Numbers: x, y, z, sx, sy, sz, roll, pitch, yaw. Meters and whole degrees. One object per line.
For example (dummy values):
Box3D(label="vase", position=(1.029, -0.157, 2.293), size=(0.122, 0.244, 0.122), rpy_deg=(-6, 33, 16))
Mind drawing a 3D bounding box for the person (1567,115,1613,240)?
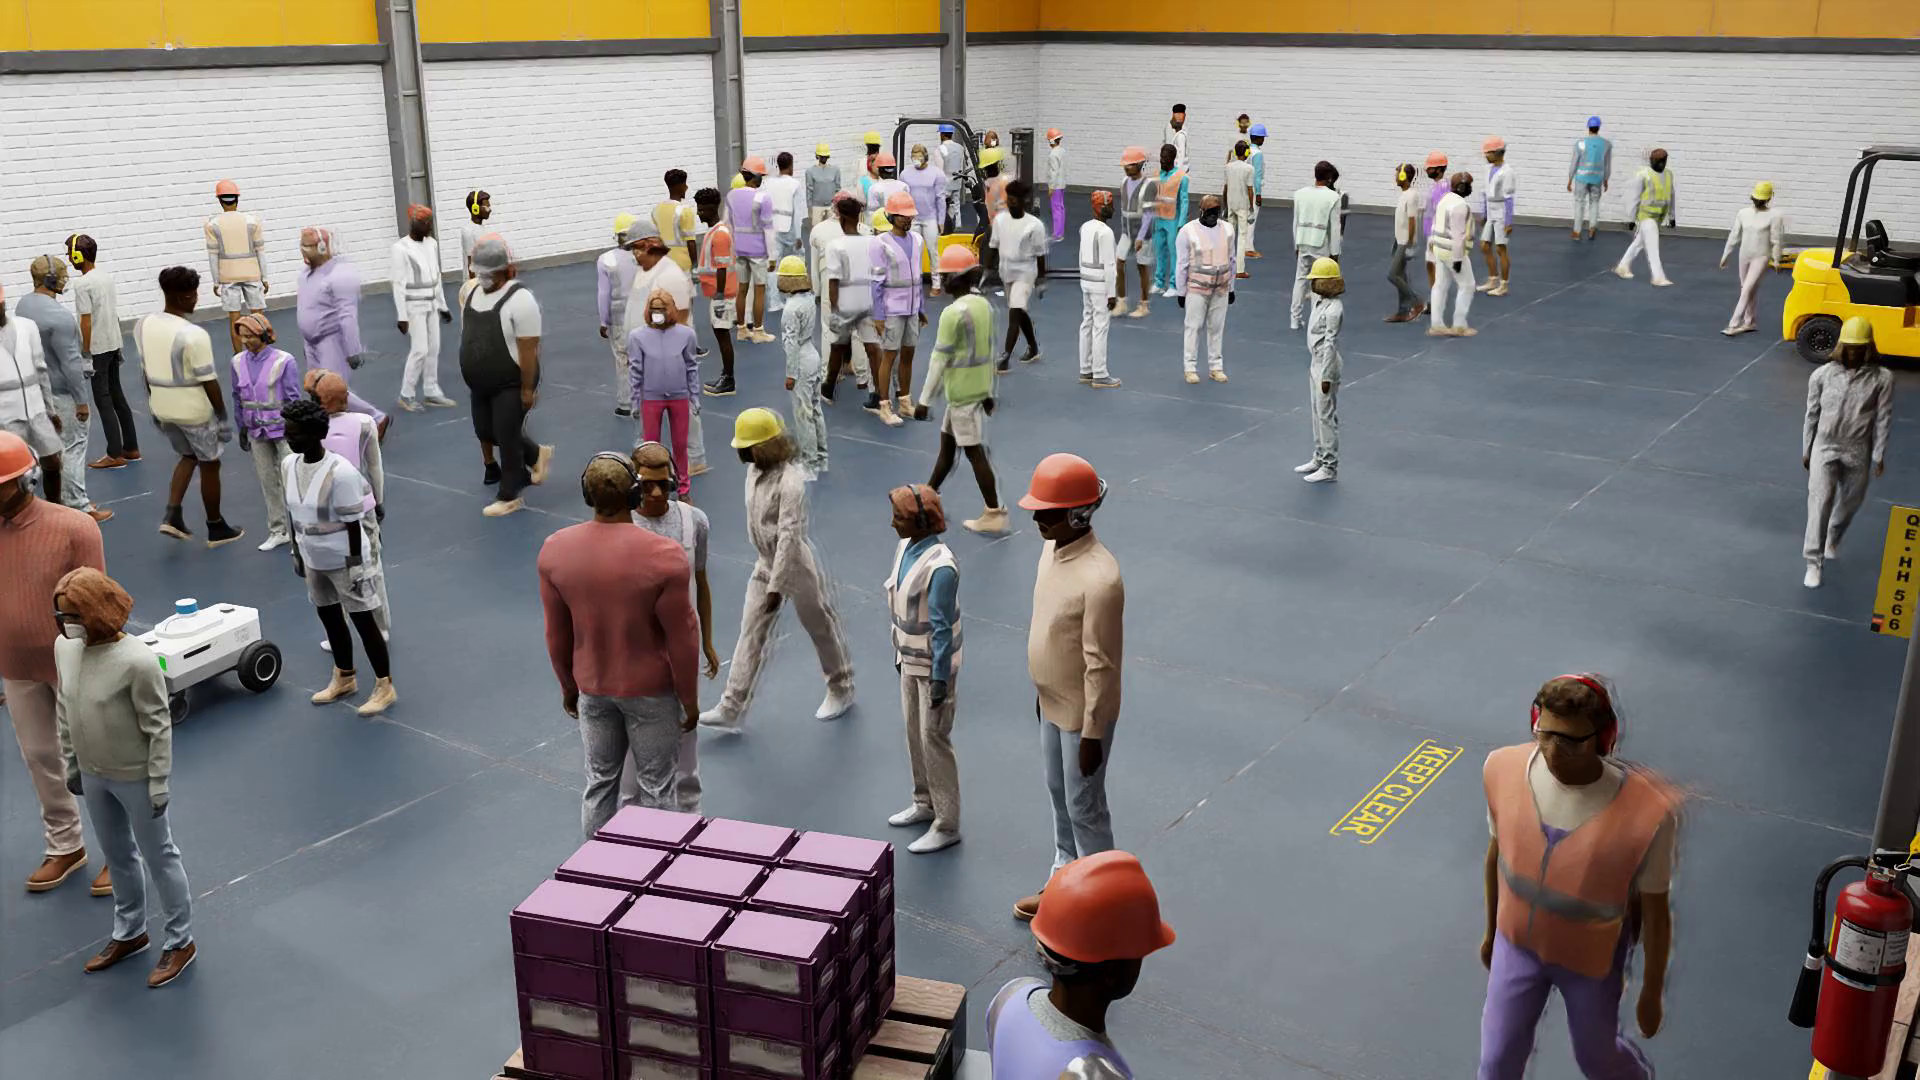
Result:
Box3D(label="person", position=(9.937, -5.708, 26.275), size=(0.632, 1.943, 0.405), rpy_deg=(2, 18, 7))

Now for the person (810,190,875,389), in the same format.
Box3D(label="person", position=(-1.107, -2.401, 16.011), size=(0.636, 1.898, 0.397), rpy_deg=(2, 18, 6))

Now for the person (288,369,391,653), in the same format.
Box3D(label="person", position=(-3.488, -0.158, 9.391), size=(0.522, 1.645, 0.306), rpy_deg=(-15, 23, -39))

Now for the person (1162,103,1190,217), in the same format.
Box3D(label="person", position=(3.803, -6.654, 29.196), size=(0.368, 1.962, 0.602), rpy_deg=(-12, 22, -34))

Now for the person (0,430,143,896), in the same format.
Box3D(label="person", position=(-3.735, 0.506, 6.780), size=(0.631, 1.979, 0.411), rpy_deg=(1, 18, 2))

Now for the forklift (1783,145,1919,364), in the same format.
Box3D(label="forklift", position=(9.803, -2.879, 17.013), size=(2.313, 2.155, 1.214), rpy_deg=(12, 21, 33))

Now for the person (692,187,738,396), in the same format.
Box3D(label="person", position=(-2.305, -2.354, 15.768), size=(0.388, 1.953, 0.608), rpy_deg=(-4, 18, -14))

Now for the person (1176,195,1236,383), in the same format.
Box3D(label="person", position=(2.407, -2.448, 16.261), size=(0.635, 1.832, 0.429), rpy_deg=(-6, 19, -19))

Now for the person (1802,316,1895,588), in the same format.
Box3D(label="person", position=(5.645, -0.602, 10.655), size=(0.487, 1.719, 0.757), rpy_deg=(7, 19, 21))

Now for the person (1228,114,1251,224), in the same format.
Box3D(label="person", position=(4.802, -6.274, 28.200), size=(0.553, 1.842, 0.741), rpy_deg=(-2, 18, -6))

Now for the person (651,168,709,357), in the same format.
Box3D(label="person", position=(-2.950, -2.896, 17.434), size=(0.600, 1.967, 0.369), rpy_deg=(14, 22, 37))

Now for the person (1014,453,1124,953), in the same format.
Box3D(label="person", position=(0.413, 0.630, 6.381), size=(0.405, 1.986, 0.613), rpy_deg=(-5, 19, -17))

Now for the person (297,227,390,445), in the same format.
Box3D(label="person", position=(-5.083, -1.596, 13.494), size=(0.649, 1.890, 0.564), rpy_deg=(17, 24, 42))

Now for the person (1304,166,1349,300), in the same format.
Box3D(label="person", position=(4.546, -3.820, 20.772), size=(0.557, 1.677, 0.527), rpy_deg=(13, 22, 34))

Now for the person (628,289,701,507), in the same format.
Box3D(label="person", position=(-2.137, -1.009, 12.070), size=(0.507, 1.631, 0.277), rpy_deg=(-5, 19, -16))

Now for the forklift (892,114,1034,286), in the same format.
Box3D(label="forklift", position=(-0.171, -4.594, 22.377), size=(2.313, 2.155, 1.214), rpy_deg=(1, 18, 3))

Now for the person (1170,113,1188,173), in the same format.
Box3D(label="person", position=(3.660, -6.221, 27.971), size=(0.356, 1.883, 0.573), rpy_deg=(2, 18, 6))

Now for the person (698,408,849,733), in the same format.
Box3D(label="person", position=(-0.928, 0.160, 8.318), size=(0.921, 1.673, 0.509), rpy_deg=(-14, 23, -37))

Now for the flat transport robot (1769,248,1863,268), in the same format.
Box3D(label="flat transport robot", position=(12.206, -4.037, 23.746), size=(1.431, 0.197, 0.652), rpy_deg=(-1, 18, -4))

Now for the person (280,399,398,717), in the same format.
Box3D(label="person", position=(-3.232, 0.093, 8.554), size=(0.544, 1.684, 0.331), rpy_deg=(10, 20, 27))

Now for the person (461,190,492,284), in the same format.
Box3D(label="person", position=(-4.697, -2.484, 16.328), size=(0.320, 1.860, 0.519), rpy_deg=(1, 18, 3))

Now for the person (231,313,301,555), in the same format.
Box3D(label="person", position=(-4.610, -0.713, 11.148), size=(0.527, 1.631, 0.321), rpy_deg=(5, 18, 15))

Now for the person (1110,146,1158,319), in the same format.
Box3D(label="person", position=(2.011, -3.579, 19.506), size=(0.709, 2.014, 0.606), rpy_deg=(-15, 23, -39))

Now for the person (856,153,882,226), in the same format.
Box3D(label="person", position=(-1.064, -3.863, 20.653), size=(0.376, 1.844, 0.573), rpy_deg=(13, 22, 35))

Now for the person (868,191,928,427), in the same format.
Box3D(label="person", position=(-0.509, -2.024, 14.582), size=(0.373, 2.042, 0.614), rpy_deg=(16, 23, 40))

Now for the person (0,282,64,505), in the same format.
Box3D(label="person", position=(-6.293, -0.846, 11.110), size=(0.388, 1.924, 0.579), rpy_deg=(10, 20, 30))

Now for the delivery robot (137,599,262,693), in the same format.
Box3D(label="delivery robot", position=(-4.055, 0.552, 8.781), size=(0.477, 0.478, 0.707), rpy_deg=(7, 19, 21))

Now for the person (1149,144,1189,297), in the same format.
Box3D(label="person", position=(2.656, -4.065, 21.169), size=(0.399, 1.920, 0.590), rpy_deg=(-13, 22, -35))

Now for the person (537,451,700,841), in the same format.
Box3D(label="person", position=(-1.319, 0.587, 6.588), size=(0.630, 1.940, 0.372), rpy_deg=(4, 18, 11))

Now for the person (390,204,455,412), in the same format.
Box3D(label="person", position=(-4.908, -2.109, 15.121), size=(0.385, 1.883, 0.611), rpy_deg=(5, 18, 16))

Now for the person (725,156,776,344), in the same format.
Box3D(label="person", position=(-2.244, -3.149, 18.137), size=(0.612, 2.029, 0.407), rpy_deg=(11, 21, 31))

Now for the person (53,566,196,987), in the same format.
Box3D(label="person", position=(-3.128, 0.873, 6.184), size=(0.497, 1.633, 0.288), rpy_deg=(7, 19, 20))

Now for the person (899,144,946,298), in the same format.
Box3D(label="person", position=(-0.482, -4.050, 21.120), size=(0.635, 1.927, 0.377), rpy_deg=(6, 19, 19))

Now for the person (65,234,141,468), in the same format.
Box3D(label="person", position=(-6.853, -1.496, 13.243), size=(0.341, 1.857, 0.524), rpy_deg=(0, 18, 0))
